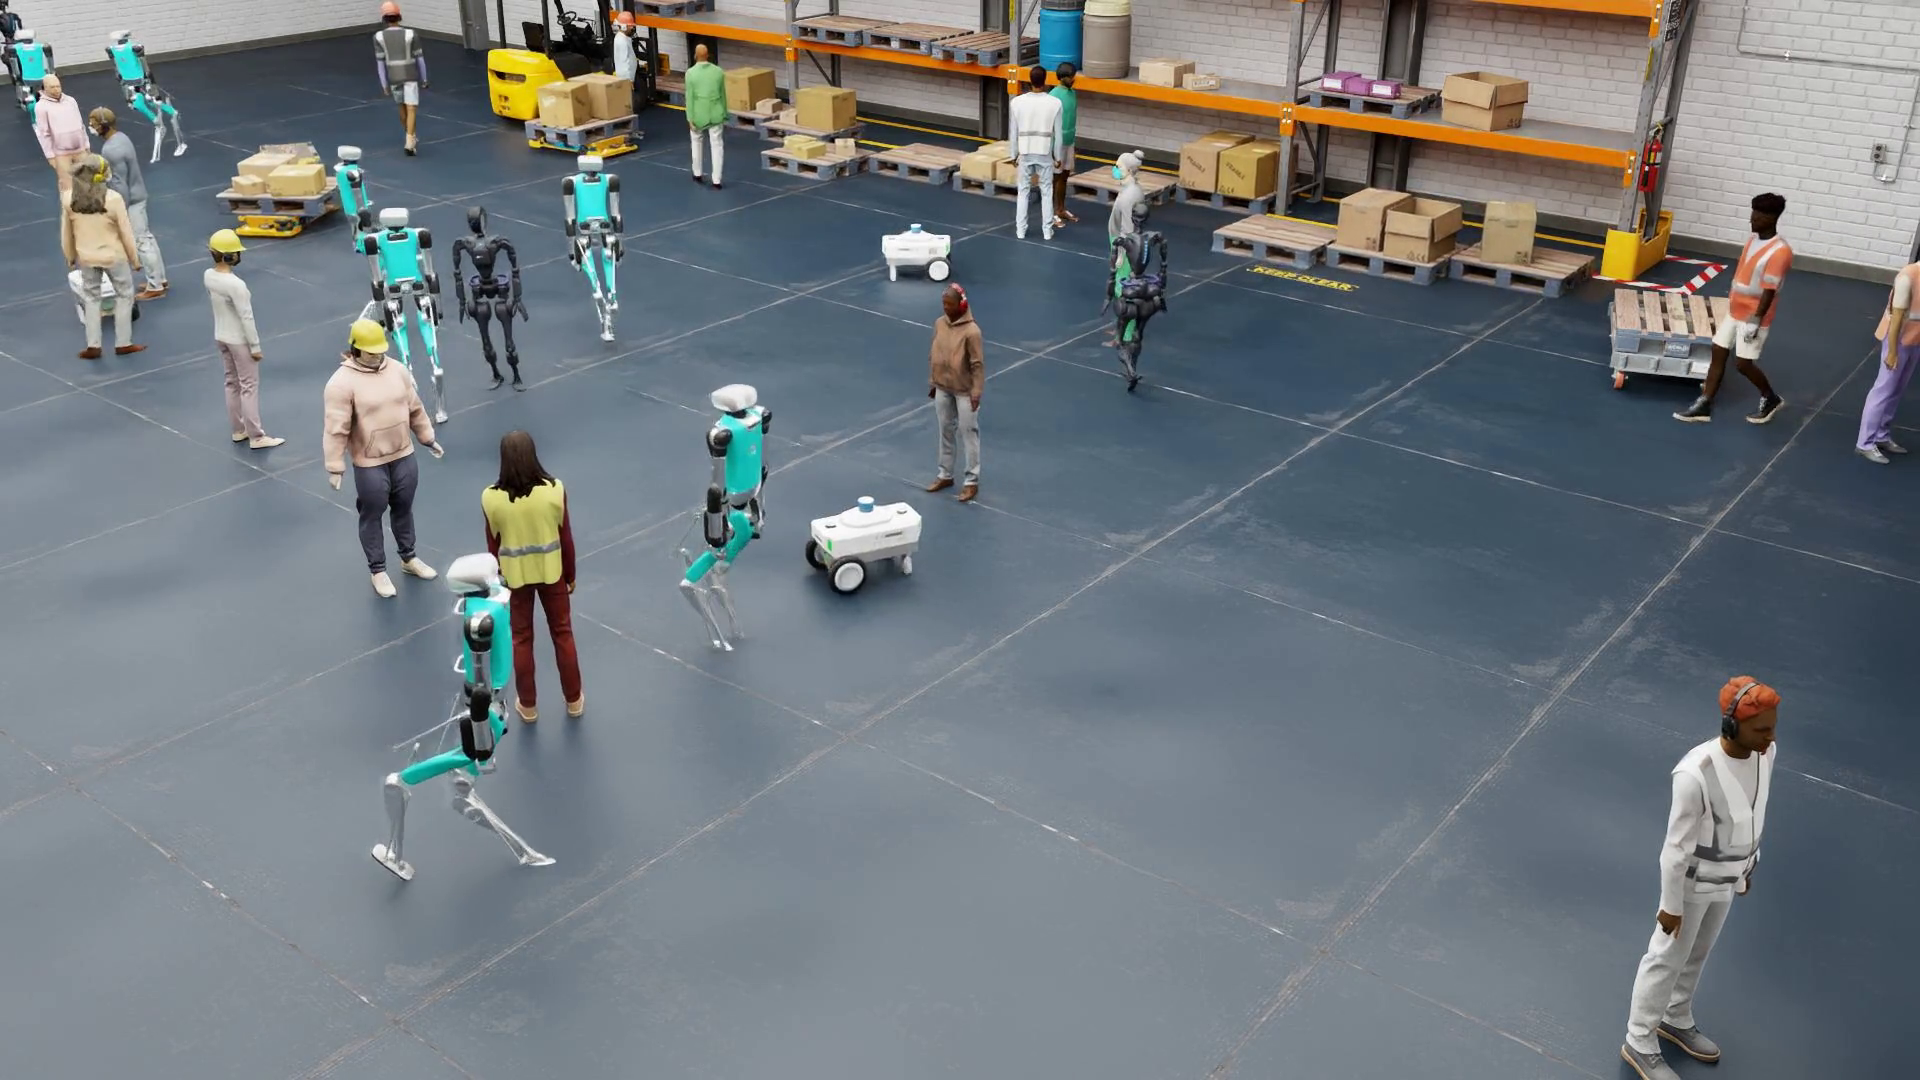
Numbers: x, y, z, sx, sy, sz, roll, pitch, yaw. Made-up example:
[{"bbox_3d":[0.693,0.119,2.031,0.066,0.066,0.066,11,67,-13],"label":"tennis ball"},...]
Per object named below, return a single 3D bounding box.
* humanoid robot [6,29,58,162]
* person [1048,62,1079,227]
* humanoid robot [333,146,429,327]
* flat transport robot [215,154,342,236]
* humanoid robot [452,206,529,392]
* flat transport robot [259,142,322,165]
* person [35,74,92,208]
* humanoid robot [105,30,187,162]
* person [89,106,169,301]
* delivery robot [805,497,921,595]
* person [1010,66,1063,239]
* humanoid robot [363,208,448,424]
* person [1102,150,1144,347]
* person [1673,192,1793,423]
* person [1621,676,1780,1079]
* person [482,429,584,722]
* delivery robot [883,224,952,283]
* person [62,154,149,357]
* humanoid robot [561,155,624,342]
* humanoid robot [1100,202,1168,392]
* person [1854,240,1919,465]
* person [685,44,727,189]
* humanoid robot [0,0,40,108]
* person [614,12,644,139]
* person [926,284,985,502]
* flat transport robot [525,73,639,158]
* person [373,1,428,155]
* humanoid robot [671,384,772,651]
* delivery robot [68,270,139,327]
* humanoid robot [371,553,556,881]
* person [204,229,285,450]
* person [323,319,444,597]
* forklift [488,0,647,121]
[{"bbox_3d":[-12.242,-5.864,22.146,0.551,1.889,0.783,-12,28,-24],"label":"humanoid robot"},{"bbox_3d":[1.170,-4.584,19.250,0.397,1.849,0.493,17,31,31],"label":"person"},{"bbox_3d":[-5.489,-2.940,16.029,1.018,1.784,0.532,-17,30,-31],"label":"humanoid robot"},{"bbox_3d":[-7.860,-3.825,19.493,0.659,0.231,1.431,2,26,4],"label":"flat transport robot"},{"bbox_3d":[-4.006,-2.074,14.257,0.594,1.637,0.400,-2,26,-5],"label":"humanoid robot"},{"bbox_3d":[-8.809,-4.990,21.904,0.659,0.231,1.431,-12,28,-23],"label":"flat transport robot"},{"bbox_3d":[-10.223,-4.433,19.024,0.403,1.772,0.538,16,30,30],"label":"person"},{"bbox_3d":[-10.806,-5.987,22.332,0.556,1.773,0.910,9,27,18],"label":"humanoid robot"},{"bbox_3d":[-8.334,-3.368,16.654,0.390,1.927,0.643,-8,27,-16],"label":"person"},{"bbox_3d":[-0.659,0.011,11.234,0.780,0.608,0.505,-12,28,-23],"label":"delivery robot"},{"bbox_3d":[0.850,-4.333,18.665,0.588,1.909,0.378,3,26,7],"label":"person"},{"bbox_3d":[-4.448,-1.753,13.526,0.536,1.785,0.732,-10,28,-21],"label":"humanoid robot"},{"bbox_3d":[1.518,-2.690,15.348,0.339,1.830,0.513,5,26,10],"label":"person"},{"bbox_3d":[6.399,-1.848,13.473,0.789,1.938,0.625,-2,26,-3],"label":"person"},{"bbox_3d":[3.061,1.398,6.822,0.577,1.882,0.354,-18,31,-32],"label":"person"},{"bbox_3d":[-2.397,0.220,9.395,0.469,1.765,0.367,-8,27,-15],"label":"person"},{"bbox_3d":[-0.440,-3.024,17.492,0.754,0.584,0.522,-1,26,-2],"label":"delivery robot"},{"bbox_3d":[-7.816,-2.549,15.051,0.688,1.848,0.413,-2,26,-4],"label":"person"},{"bbox_3d":[-3.316,-2.639,15.334,0.549,1.726,1.001,-11,28,-21],"label":"humanoid robot"},{"bbox_3d":[1.528,-2.097,14.317,0.608,1.634,0.592,-9,27,-18],"label":"humanoid robot"},{"bbox_3d":[7.323,-1.521,12.906,0.564,1.847,0.389,-19,31,-34],"label":"person"},{"bbox_3d":[-3.200,-5.349,20.946,0.547,1.757,0.803,-8,27,-15],"label":"person"},{"bbox_3d":[-14.418,-7.434,25.352,0.435,1.647,0.585,8,27,16],"label":"humanoid robot"},{"bbox_3d":[-4.669,-6.540,23.424,0.351,1.739,0.572,-6,26,-11],"label":"person"},{"bbox_3d":[-0.018,-1.101,12.257,0.470,1.650,0.312,19,32,34],"label":"person"},{"bbox_3d":[-5.203,-5.498,22.956,1.431,0.231,0.659,16,30,30],"label":"flat transport robot"},{"bbox_3d":[-7.581,-6.264,22.570,0.606,2.006,1.015,-1,26,-3],"label":"person"},{"bbox_3d":[-1.483,-0.106,10.153,0.655,1.826,0.548,14,29,26],"label":"humanoid robot"},{"bbox_3d":[-8.412,-2.425,16.237,0.499,0.570,0.753,-21,33,-36],"label":"delivery robot"},{"bbox_3d":[-2.571,0.906,8.057,1.001,1.778,0.531,-2,26,-5],"label":"humanoid robot"},{"bbox_3d":[-5.681,-1.581,13.132,0.522,1.761,0.330,18,31,33],"label":"person"},{"bbox_3d":[-3.800,-0.562,10.905,0.417,1.861,0.798,19,32,34],"label":"person"},{"bbox_3d":[-5.874,-7.334,24.552,1.214,2.155,2.313,19,32,34],"label":"forklift"}]
